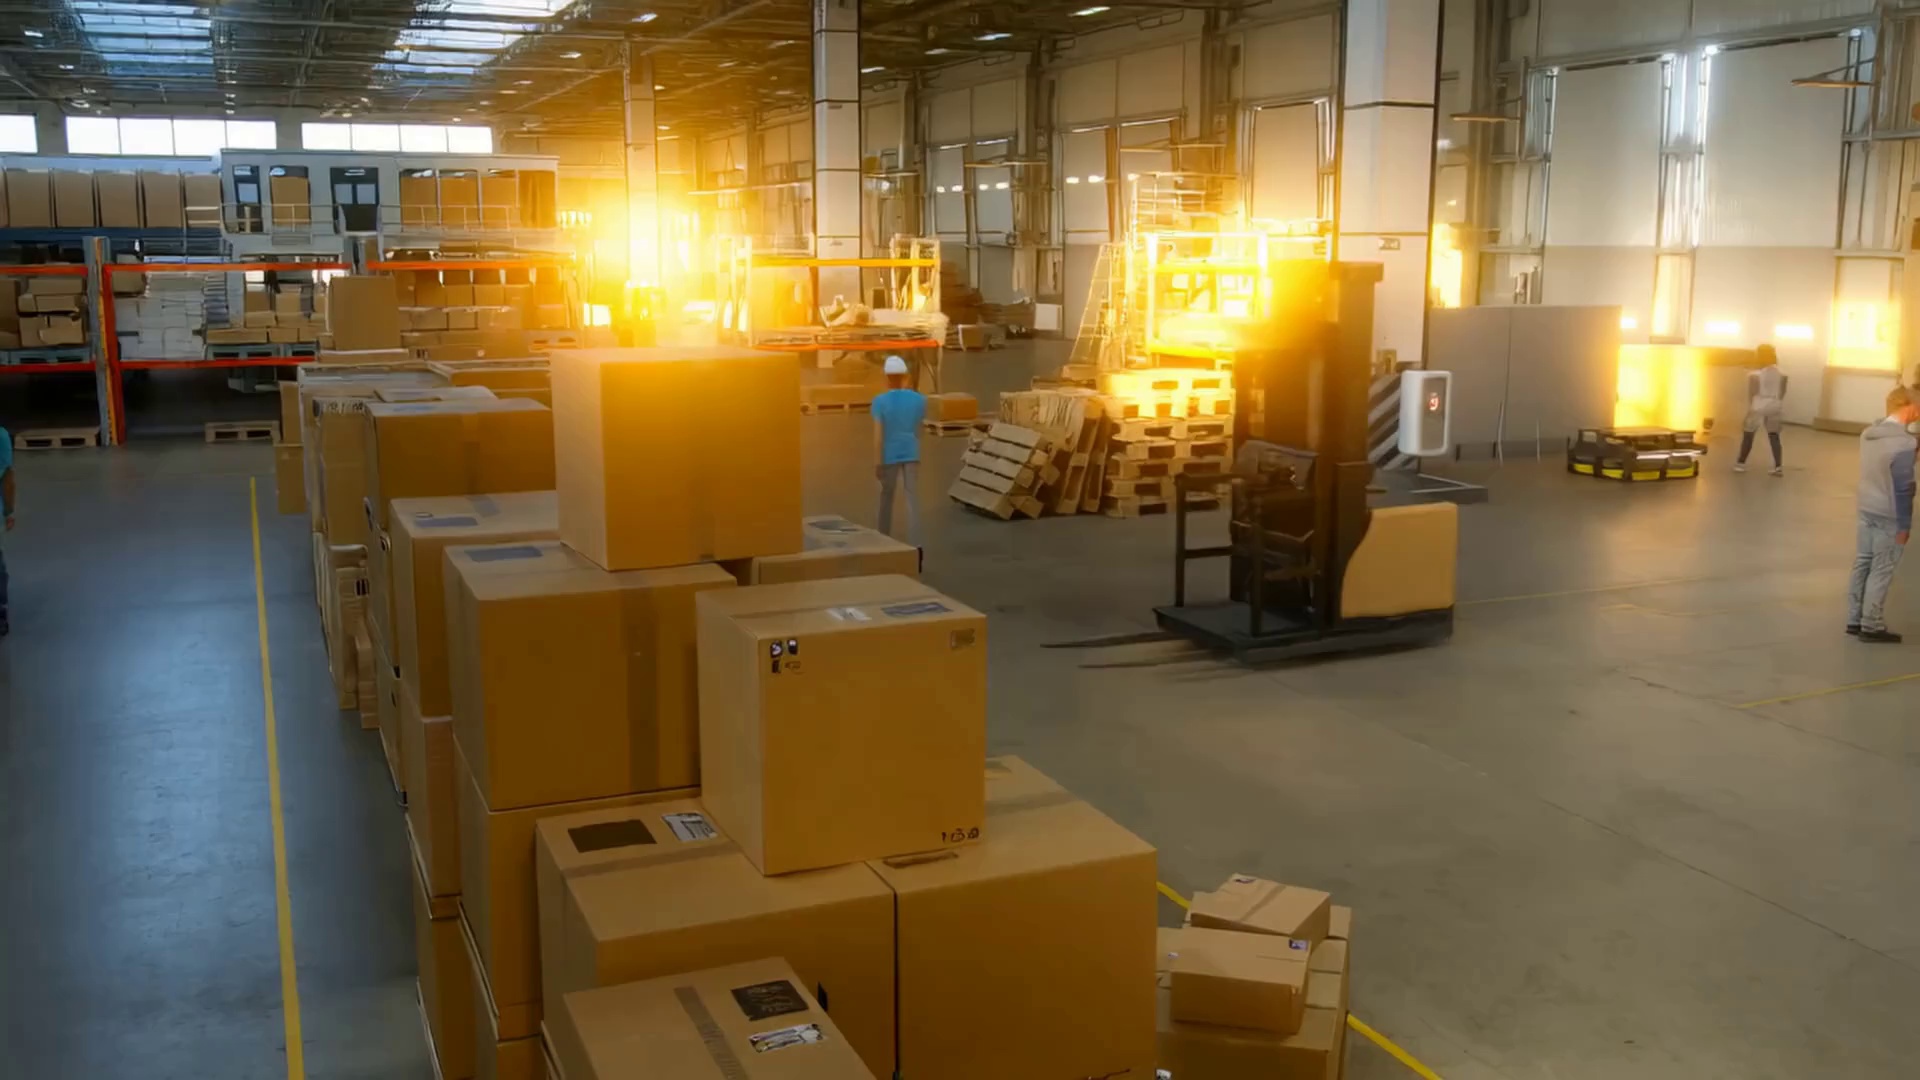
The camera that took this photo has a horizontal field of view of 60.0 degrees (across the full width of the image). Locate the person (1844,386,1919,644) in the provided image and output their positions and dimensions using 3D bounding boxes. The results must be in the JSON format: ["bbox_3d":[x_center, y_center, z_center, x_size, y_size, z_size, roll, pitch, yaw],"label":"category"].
[{"bbox_3d":[6.859,-0.181,12.328,0.386,1.927,0.636,0,10,1],"label":"person"}]

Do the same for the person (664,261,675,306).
[{"bbox_3d":[-13.016,-11.421,74.133,0.660,1.973,0.564,8,13,38],"label":"person"}]

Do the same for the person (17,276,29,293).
[{"bbox_3d":[-29.838,-7.508,52.998,0.789,1.821,0.518,6,12,30],"label":"person"}]

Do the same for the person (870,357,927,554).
[{"bbox_3d":[-0.586,-0.817,15.994,0.580,1.865,1.022,-3,11,-18],"label":"person"}]

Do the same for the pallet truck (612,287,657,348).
[{"bbox_3d":[-6.464,-4.406,35.401,0.823,1.965,1.885,6,12,32],"label":"pallet truck"}]

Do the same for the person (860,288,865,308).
[{"bbox_3d":[-3.041,-6.563,47.556,0.611,1.898,0.751,1,10,3],"label":"person"}]

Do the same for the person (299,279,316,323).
[{"bbox_3d":[-17.028,-5.830,43.413,0.379,1.940,0.629,-9,14,-41],"label":"person"}]

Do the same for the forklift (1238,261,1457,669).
[{"bbox_3d":[2.606,-0.620,12.101,1.873,2.768,1.129,-5,11,-24],"label":"forklift"}]

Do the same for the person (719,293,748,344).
[{"bbox_3d":[-4.997,-4.489,36.384,0.652,1.802,0.873,2,10,10],"label":"person"}]

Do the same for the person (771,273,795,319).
[{"bbox_3d":[-6.563,-9.053,61.819,0.888,1.703,0.481,3,11,14],"label":"person"}]

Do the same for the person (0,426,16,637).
[{"bbox_3d":[-7.434,-0.218,12.484,0.634,1.938,0.355,-3,11,-16],"label":"person"}]

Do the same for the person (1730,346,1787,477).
[{"bbox_3d":[10.215,-1.641,21.112,0.541,1.655,0.840,-1,10,-7],"label":"person"}]
